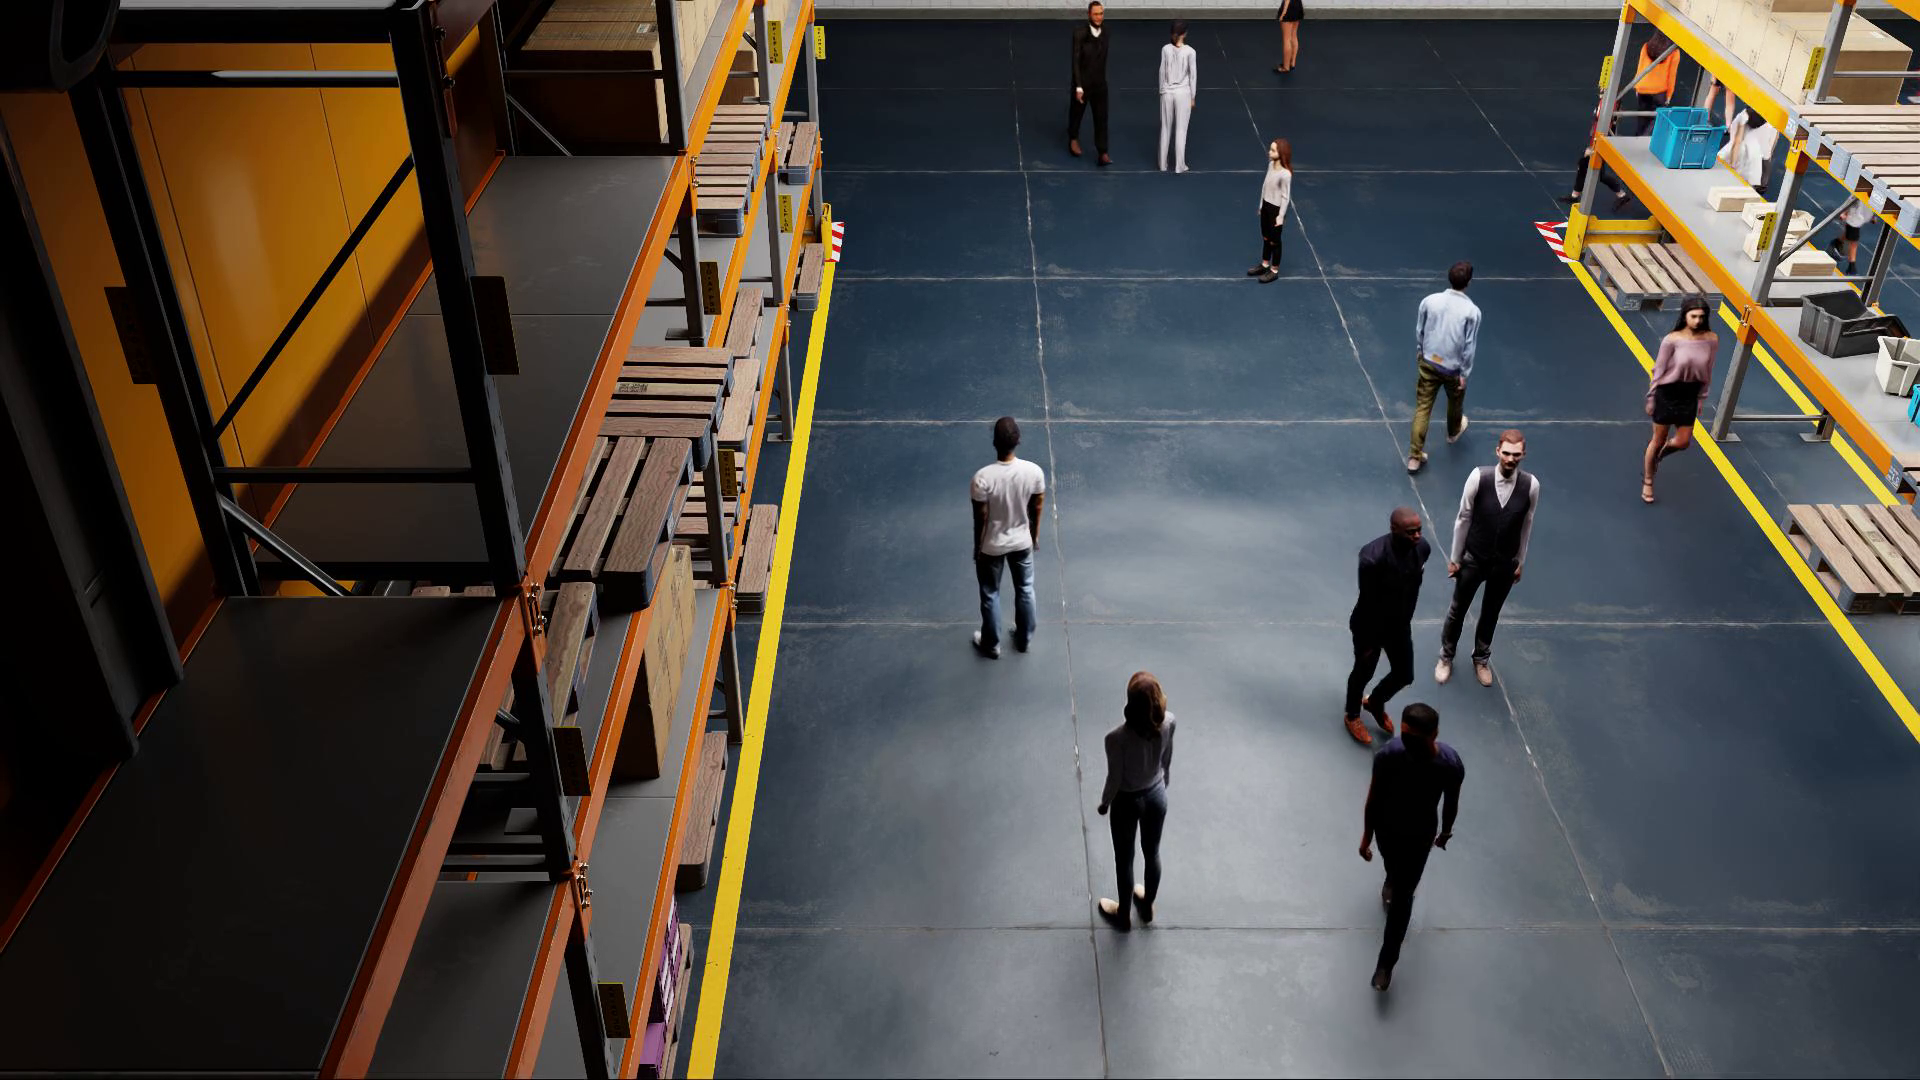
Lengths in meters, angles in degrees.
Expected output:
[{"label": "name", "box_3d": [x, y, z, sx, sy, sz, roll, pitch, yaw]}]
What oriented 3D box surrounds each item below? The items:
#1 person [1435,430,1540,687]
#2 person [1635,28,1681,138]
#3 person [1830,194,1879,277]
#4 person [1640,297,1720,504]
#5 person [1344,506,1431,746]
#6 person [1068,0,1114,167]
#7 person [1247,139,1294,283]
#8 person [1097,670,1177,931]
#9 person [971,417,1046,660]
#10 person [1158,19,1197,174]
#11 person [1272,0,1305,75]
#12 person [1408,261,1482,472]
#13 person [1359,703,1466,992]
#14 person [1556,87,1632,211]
[{"label": "person", "box_3d": [3.567, 0.104, 11.227, 0.688, 1.938, 0.601, 4, 34, 6]}, {"label": "person", "box_3d": [8.025, -5.176, 19.359, 1.025, 1.729, 0.958, -28, 43, -36]}, {"label": "person", "box_3d": [9.235, -3.377, 17.118, 0.485, 1.215, 0.973, -1, 34, -2]}, {"label": "person", "box_3d": [5.650, -1.135, 13.217, 0.655, 1.799, 0.712, 2, 34, 3]}, {"label": "person", "box_3d": [2.670, 0.507, 10.741, 0.797, 1.805, 0.792, -14, 36, -19]}, {"label": "person", "box_3d": [1.460, -5.370, 19.537, 0.976, 1.856, 1.344, -12, 35, -17]}, {"label": "person", "box_3d": [3.181, -3.346, 16.827, 0.670, 1.484, 0.545, -13, 36, -19]}, {"label": "person", "box_3d": [0.995, 1.460, 9.316, 0.660, 1.796, 0.648, -14, 36, -21]}, {"label": "person", "box_3d": [0.312, -0.005, 11.459, 0.735, 1.864, 0.664, -10, 35, -15]}, {"label": "person", "box_3d": [2.498, -5.136, 19.260, 0.667, 1.773, 0.661, 14, 36, 20]}, {"label": "person", "box_3d": [4.443, -7.128, 22.346, 0.737, 1.675, 0.650, 19, 38, 26]}, {"label": "person", "box_3d": [3.909, -1.378, 13.604, 1.098, 1.776, 1.227, 23, 40, 30]}, {"label": "person", "box_3d": [2.478, 1.543, 9.248, 0.972, 1.732, 1.300, 12, 35, 17]}, {"label": "person", "box_3d": [7.119, -4.316, 18.320, 0.853, 1.447, 1.007, 11, 35, 16]}]
